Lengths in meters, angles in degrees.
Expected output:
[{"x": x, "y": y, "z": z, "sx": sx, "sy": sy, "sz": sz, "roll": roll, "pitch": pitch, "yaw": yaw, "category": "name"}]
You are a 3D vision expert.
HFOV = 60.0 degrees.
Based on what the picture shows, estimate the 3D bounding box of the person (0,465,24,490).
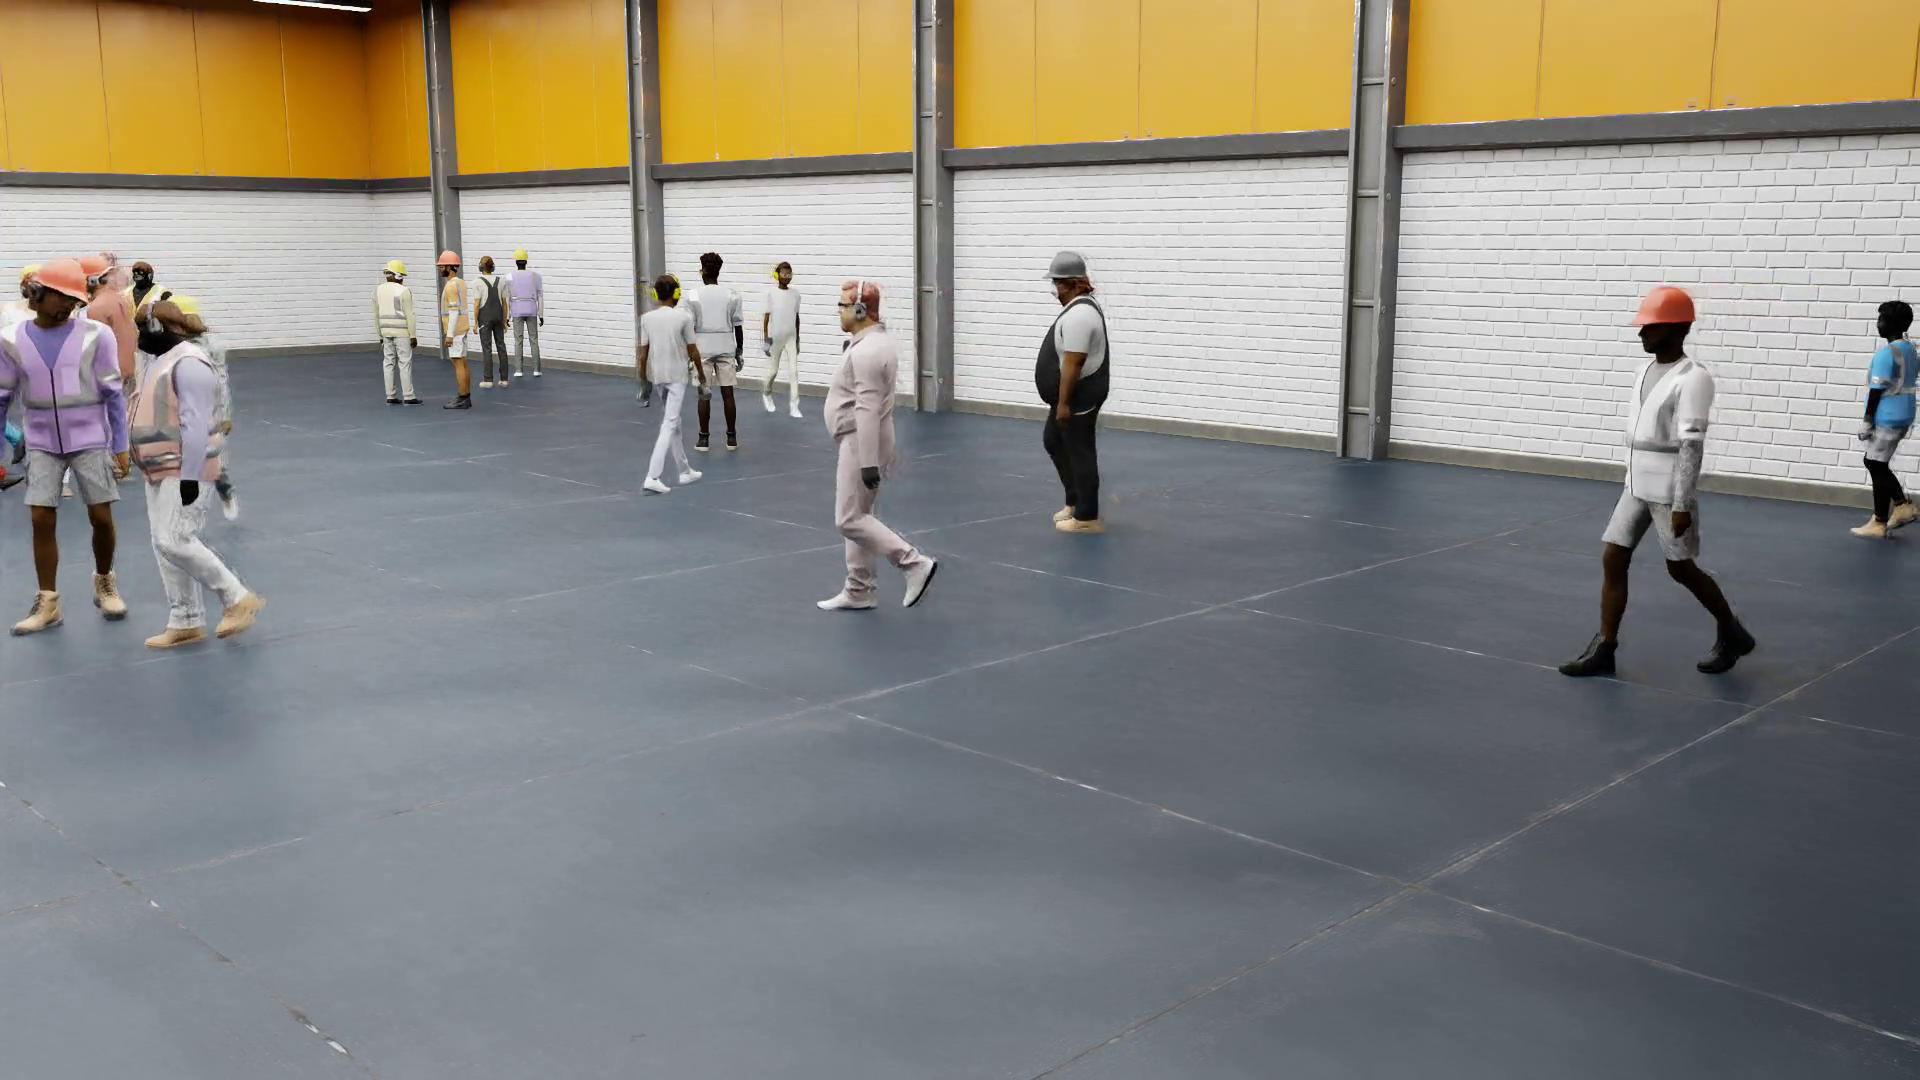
[{"x": -8.220, "y": -1.236, "z": 13.759, "sx": 0.925, "sy": 1.705, "sz": 0.538, "roll": -1, "pitch": 10, "yaw": -6, "category": "person"}]

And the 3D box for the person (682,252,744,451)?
[{"x": -2.444, "y": -1.863, "z": 16.502, "sx": 0.614, "sy": 1.965, "sz": 0.361, "roll": -3, "pitch": 11, "yaw": -17, "category": "person"}]

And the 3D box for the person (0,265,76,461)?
[{"x": -7.679, "y": -1.340, "z": 13.892, "sx": 0.612, "sy": 1.872, "sz": 0.745, "roll": -5, "pitch": 12, "yaw": -25, "category": "person"}]

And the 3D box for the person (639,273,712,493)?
[{"x": -2.431, "y": -1.319, "z": 13.963, "sx": 0.533, "sy": 1.822, "sz": 0.989, "roll": 5, "pitch": 12, "yaw": 26, "category": "person"}]

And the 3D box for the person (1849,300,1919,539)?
[{"x": 6.504, "y": -0.837, "z": 11.688, "sx": 0.535, "sy": 1.685, "sz": 0.361, "roll": -10, "pitch": 14, "yaw": -43, "category": "person"}]

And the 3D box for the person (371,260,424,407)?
[{"x": -7.027, "y": -2.576, "z": 20.791, "sx": 0.588, "sy": 1.822, "sz": 0.403, "roll": 4, "pitch": 11, "yaw": 22, "category": "person"}]

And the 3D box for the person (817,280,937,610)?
[{"x": -0.484, "y": -0.508, "z": 9.331, "sx": 0.616, "sy": 1.889, "sz": 0.649, "roll": 1, "pitch": 10, "yaw": 4, "category": "person"}]

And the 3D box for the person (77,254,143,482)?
[{"x": -7.278, "y": -1.470, "z": 14.338, "sx": 0.537, "sy": 1.976, "sz": 0.650, "roll": -1, "pitch": 10, "yaw": -5, "category": "person"}]

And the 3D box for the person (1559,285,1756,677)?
[{"x": 3.428, "y": -0.266, "z": 7.985, "sx": 0.932, "sy": 1.907, "sz": 0.553, "roll": -2, "pitch": 11, "yaw": -9, "category": "person"}]

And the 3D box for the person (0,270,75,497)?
[{"x": -7.622, "y": -1.303, "z": 13.791, "sx": 0.584, "sy": 1.857, "sz": 0.856, "roll": -8, "pitch": 13, "yaw": -35, "category": "person"}]

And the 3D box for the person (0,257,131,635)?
[{"x": -4.897, "y": -0.513, "z": 9.017, "sx": 0.737, "sy": 2.013, "sz": 0.480, "roll": -2, "pitch": 11, "yaw": -13, "category": "person"}]

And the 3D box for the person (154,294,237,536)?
[{"x": -5.430, "y": -0.887, "z": 11.836, "sx": 0.491, "sy": 1.724, "sz": 0.574, "roll": -1, "pitch": 10, "yaw": -7, "category": "person"}]

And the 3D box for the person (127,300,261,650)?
[{"x": -4.075, "y": -0.336, "z": 8.657, "sx": 0.657, "sy": 1.803, "sz": 0.449, "roll": 10, "pitch": 14, "yaw": 43, "category": "person"}]

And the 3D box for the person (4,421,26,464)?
[{"x": -9.082, "y": -1.548, "z": 15.214, "sx": 0.858, "sy": 1.822, "sz": 0.559, "roll": -2, "pitch": 11, "yaw": -10, "category": "person"}]

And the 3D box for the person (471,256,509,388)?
[{"x": -6.593, "y": -3.055, "z": 23.336, "sx": 0.505, "sy": 1.846, "sz": 0.347, "roll": -9, "pitch": 13, "yaw": -39, "category": "person"}]

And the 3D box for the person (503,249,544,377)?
[{"x": -6.572, "y": -3.416, "z": 25.075, "sx": 0.587, "sy": 1.930, "sz": 0.361, "roll": -3, "pitch": 11, "yaw": -18, "category": "person"}]

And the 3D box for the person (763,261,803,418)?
[{"x": -2.135, "y": -2.394, "z": 19.779, "sx": 0.524, "sy": 1.846, "sz": 0.910, "roll": -5, "pitch": 12, "yaw": -26, "category": "person"}]

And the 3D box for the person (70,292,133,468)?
[{"x": -7.979, "y": -1.549, "z": 15.208, "sx": 0.703, "sy": 1.808, "sz": 0.627, "roll": 0, "pitch": 10, "yaw": -1, "category": "person"}]

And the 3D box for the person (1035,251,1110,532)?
[{"x": 0.804, "y": -1.063, "z": 11.939, "sx": 0.539, "sy": 2.000, "sz": 0.719, "roll": 1, "pitch": 10, "yaw": 8, "category": "person"}]

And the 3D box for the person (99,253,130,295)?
[{"x": -13.359, "y": -3.589, "z": 26.219, "sx": 0.655, "sy": 1.852, "sz": 0.993, "roll": 6, "pitch": 12, "yaw": 28, "category": "person"}]

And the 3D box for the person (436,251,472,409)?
[{"x": -6.230, "y": -2.577, "z": 20.471, "sx": 0.361, "sy": 1.940, "sz": 0.543, "roll": -1, "pitch": 10, "yaw": -3, "category": "person"}]

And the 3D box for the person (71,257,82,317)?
[{"x": -10.264, "y": -2.313, "z": 19.191, "sx": 0.989, "sy": 1.901, "sz": 0.635, "roll": -2, "pitch": 11, "yaw": -10, "category": "person"}]

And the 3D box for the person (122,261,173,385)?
[{"x": -9.054, "y": -2.173, "z": 18.536, "sx": 0.628, "sy": 1.845, "sz": 0.429, "roll": 1, "pitch": 10, "yaw": 8, "category": "person"}]
